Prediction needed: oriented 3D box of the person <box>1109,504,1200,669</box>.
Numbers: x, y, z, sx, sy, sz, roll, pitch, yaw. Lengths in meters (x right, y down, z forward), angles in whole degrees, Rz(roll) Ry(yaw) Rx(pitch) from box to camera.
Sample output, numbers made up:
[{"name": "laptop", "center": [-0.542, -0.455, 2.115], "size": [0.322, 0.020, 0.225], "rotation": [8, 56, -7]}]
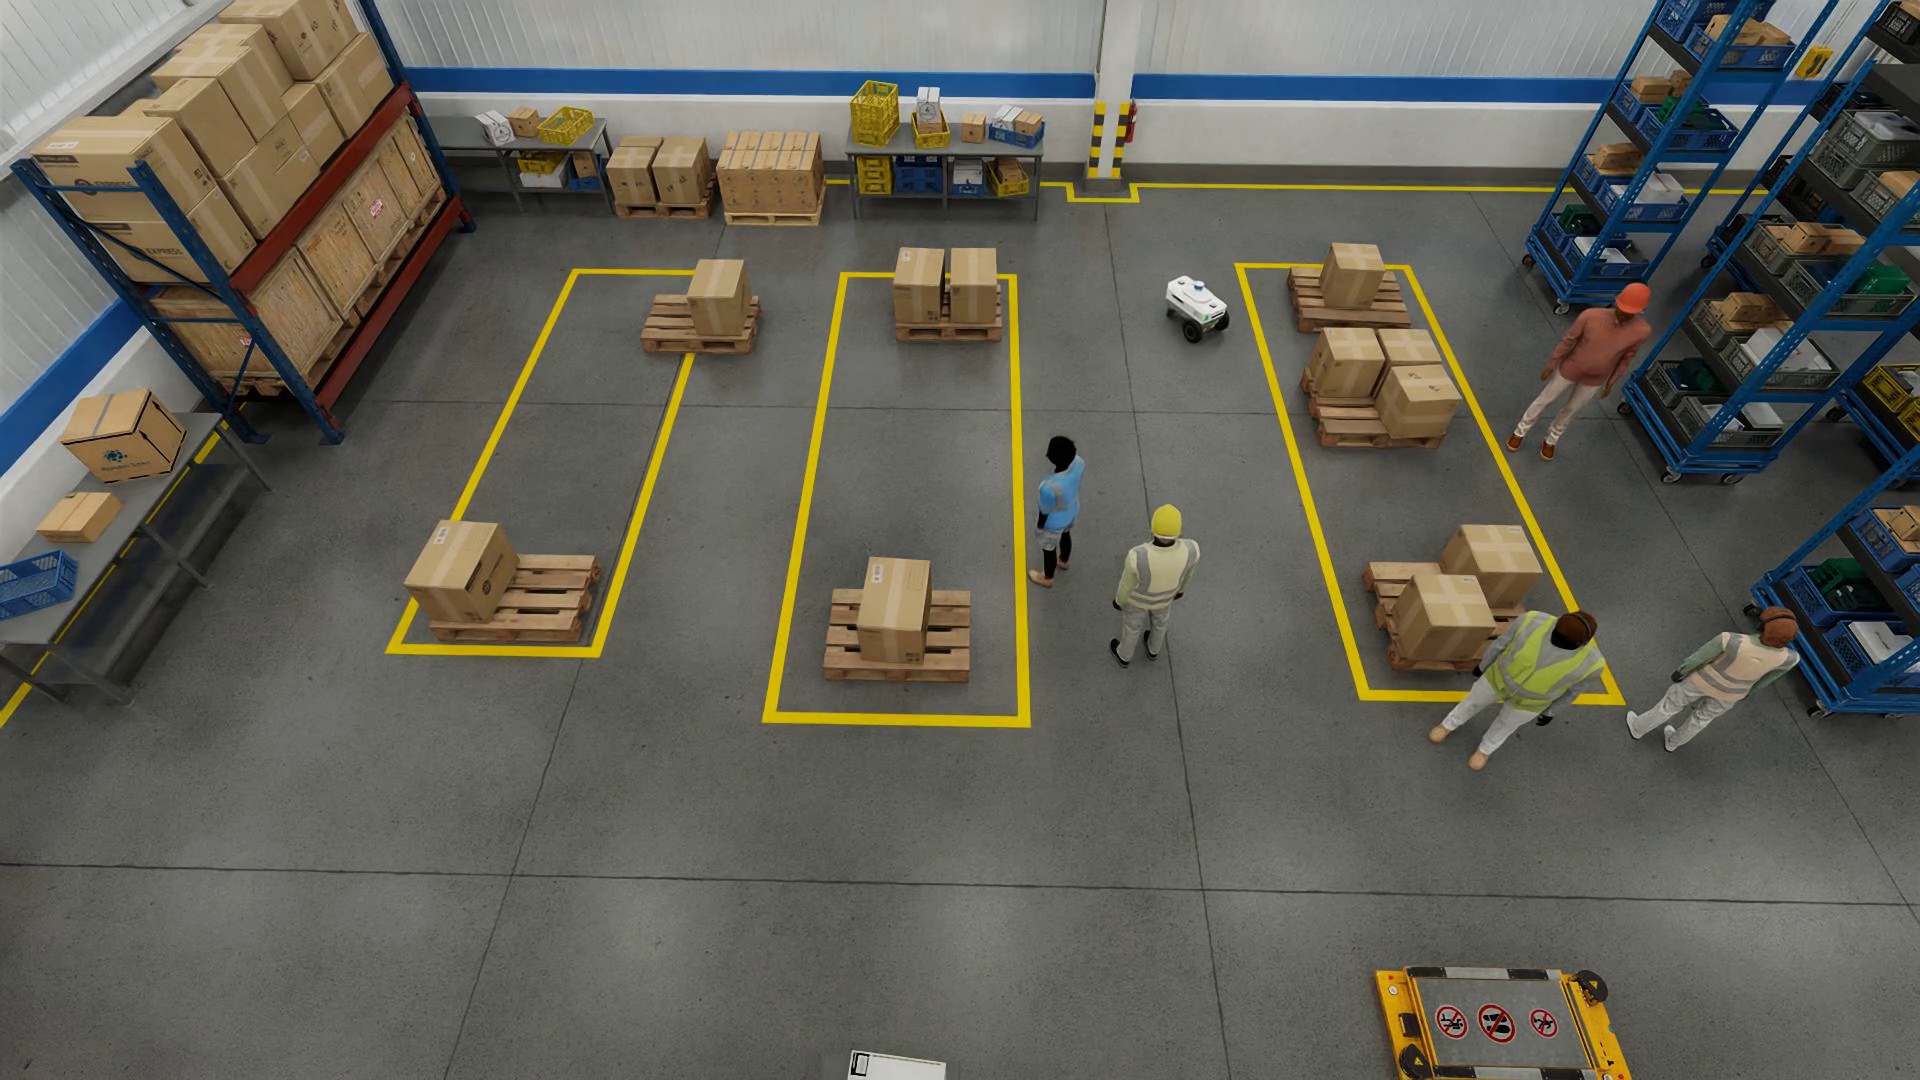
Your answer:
[{"name": "person", "center": [1.484, 0.385, 7.155], "size": [0.600, 1.828, 0.404], "rotation": [-11, 52, -9]}]

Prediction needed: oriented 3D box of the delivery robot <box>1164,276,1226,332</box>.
[{"name": "delivery robot", "center": [2.678, -2.719, 10.445], "size": [0.477, 0.478, 0.707], "rotation": [-28, 56, -21]}]

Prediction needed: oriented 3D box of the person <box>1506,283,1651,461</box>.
[{"name": "person", "center": [5.866, -1.567, 8.642], "size": [0.622, 1.992, 0.394], "rotation": [20, 54, 16]}]

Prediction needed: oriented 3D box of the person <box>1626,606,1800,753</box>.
[{"name": "person", "center": [5.540, 1.055, 6.737], "size": [0.514, 1.634, 0.313], "rotation": [19, 53, 15]}]

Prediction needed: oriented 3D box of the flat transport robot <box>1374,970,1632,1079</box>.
[{"name": "flat transport robot", "center": [3.501, 3.133, 5.914], "size": [1.431, 0.197, 0.652], "rotation": [1, 51, 1]}]

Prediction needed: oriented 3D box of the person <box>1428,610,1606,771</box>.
[{"name": "person", "center": [4.011, 1.066, 6.597], "size": [0.430, 1.838, 0.619], "rotation": [-35, 59, -25]}]

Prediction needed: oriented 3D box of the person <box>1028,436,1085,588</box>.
[{"name": "person", "center": [0.816, -0.224, 7.741], "size": [0.319, 1.694, 0.534], "rotation": [32, 57, 23]}]
